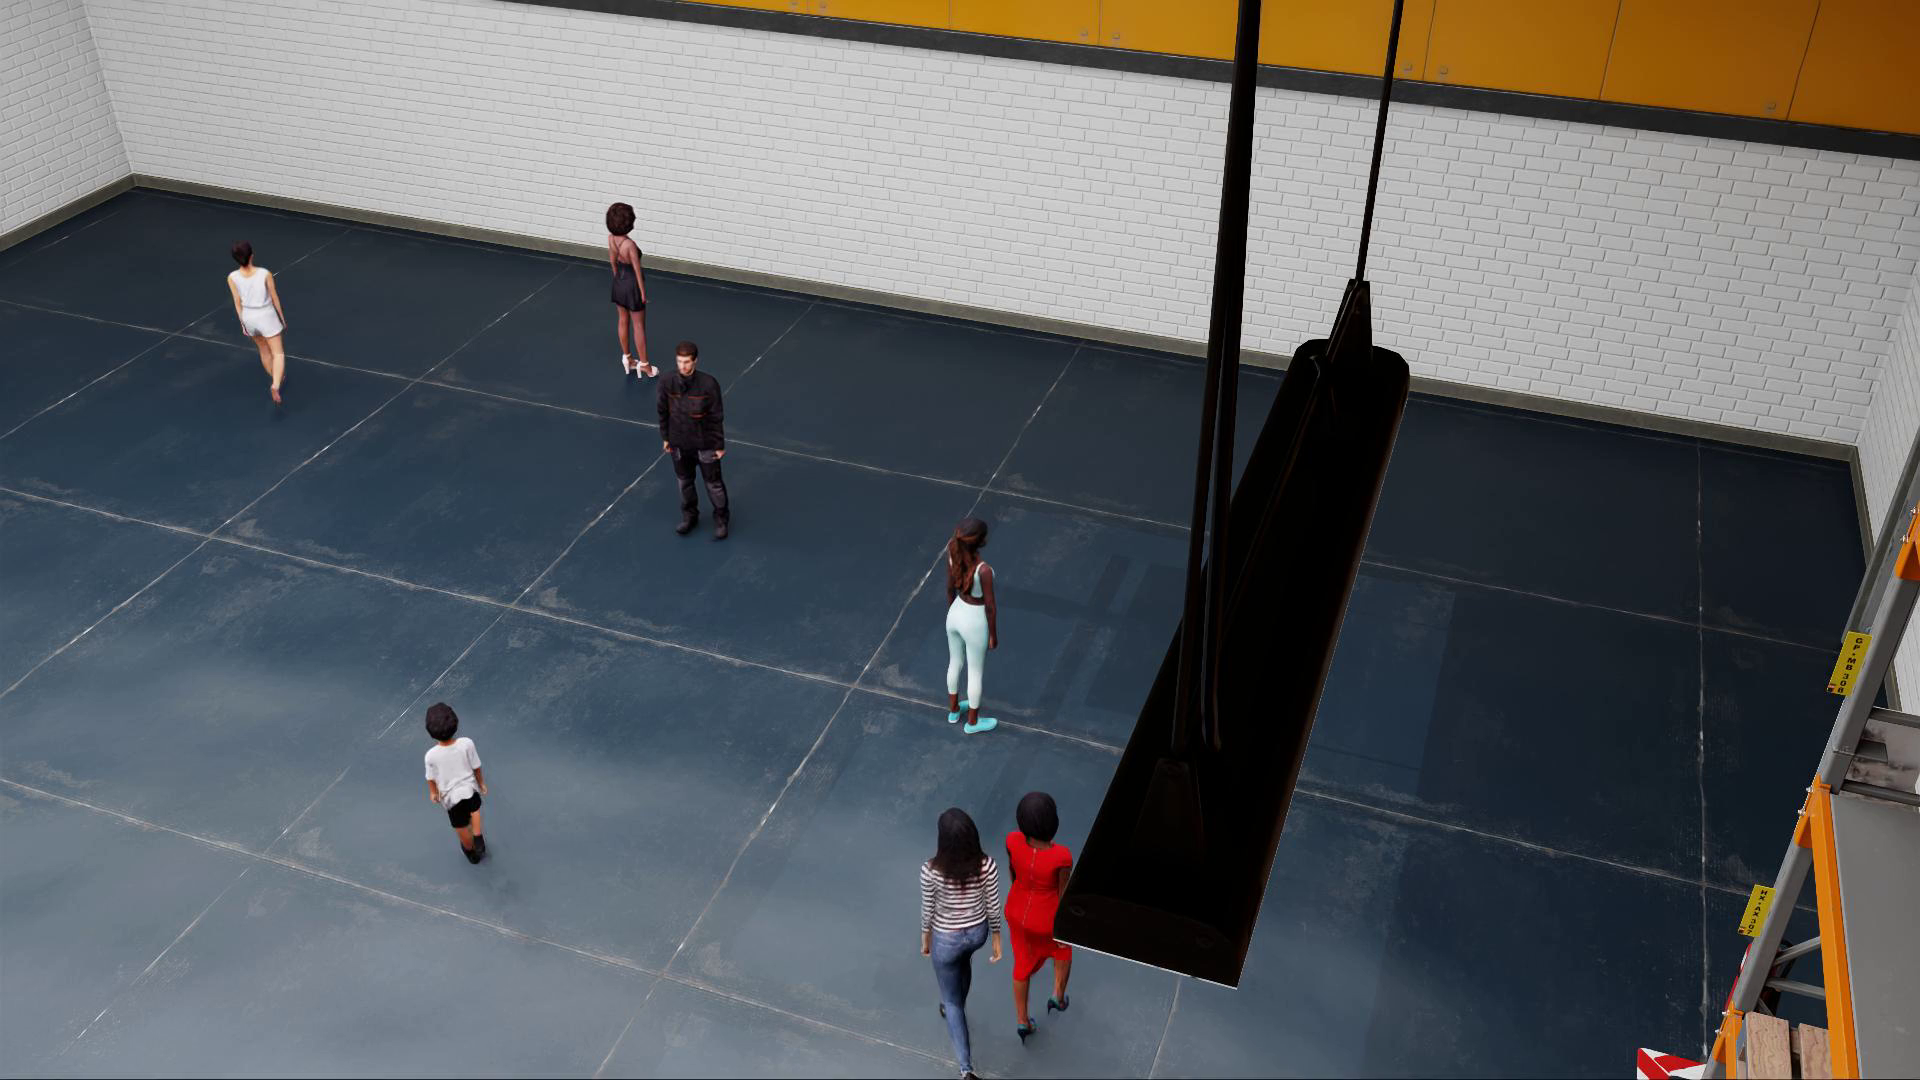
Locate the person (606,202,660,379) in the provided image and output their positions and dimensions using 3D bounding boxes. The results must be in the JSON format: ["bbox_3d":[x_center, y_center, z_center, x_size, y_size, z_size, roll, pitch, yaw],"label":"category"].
[{"bbox_3d":[-3.228,-2.427,16.212,0.639,1.788,0.644,25,41,33],"label":"person"}]

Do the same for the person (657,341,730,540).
[{"bbox_3d":[-2.196,-0.840,13.784,0.742,1.834,0.611,8,34,11],"label":"person"}]

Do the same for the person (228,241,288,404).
[{"bbox_3d":[-6.669,-2.053,15.830,0.849,1.589,1.024,-6,34,-9],"label":"person"}]

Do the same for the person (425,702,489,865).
[{"bbox_3d":[-3.195,1.602,10.634,0.566,1.253,0.644,-20,38,-27],"label":"person"}]

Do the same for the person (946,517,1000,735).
[{"bbox_3d":[0.063,0.595,11.724,0.641,1.725,0.644,27,42,34],"label":"person"}]

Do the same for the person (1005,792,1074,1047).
[{"bbox_3d":[0.392,2.186,9.329,0.588,1.726,0.680,13,36,18],"label":"person"}]

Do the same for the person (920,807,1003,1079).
[{"bbox_3d":[0.013,2.289,9.150,0.989,1.752,1.124,-7,34,-10],"label":"person"}]
